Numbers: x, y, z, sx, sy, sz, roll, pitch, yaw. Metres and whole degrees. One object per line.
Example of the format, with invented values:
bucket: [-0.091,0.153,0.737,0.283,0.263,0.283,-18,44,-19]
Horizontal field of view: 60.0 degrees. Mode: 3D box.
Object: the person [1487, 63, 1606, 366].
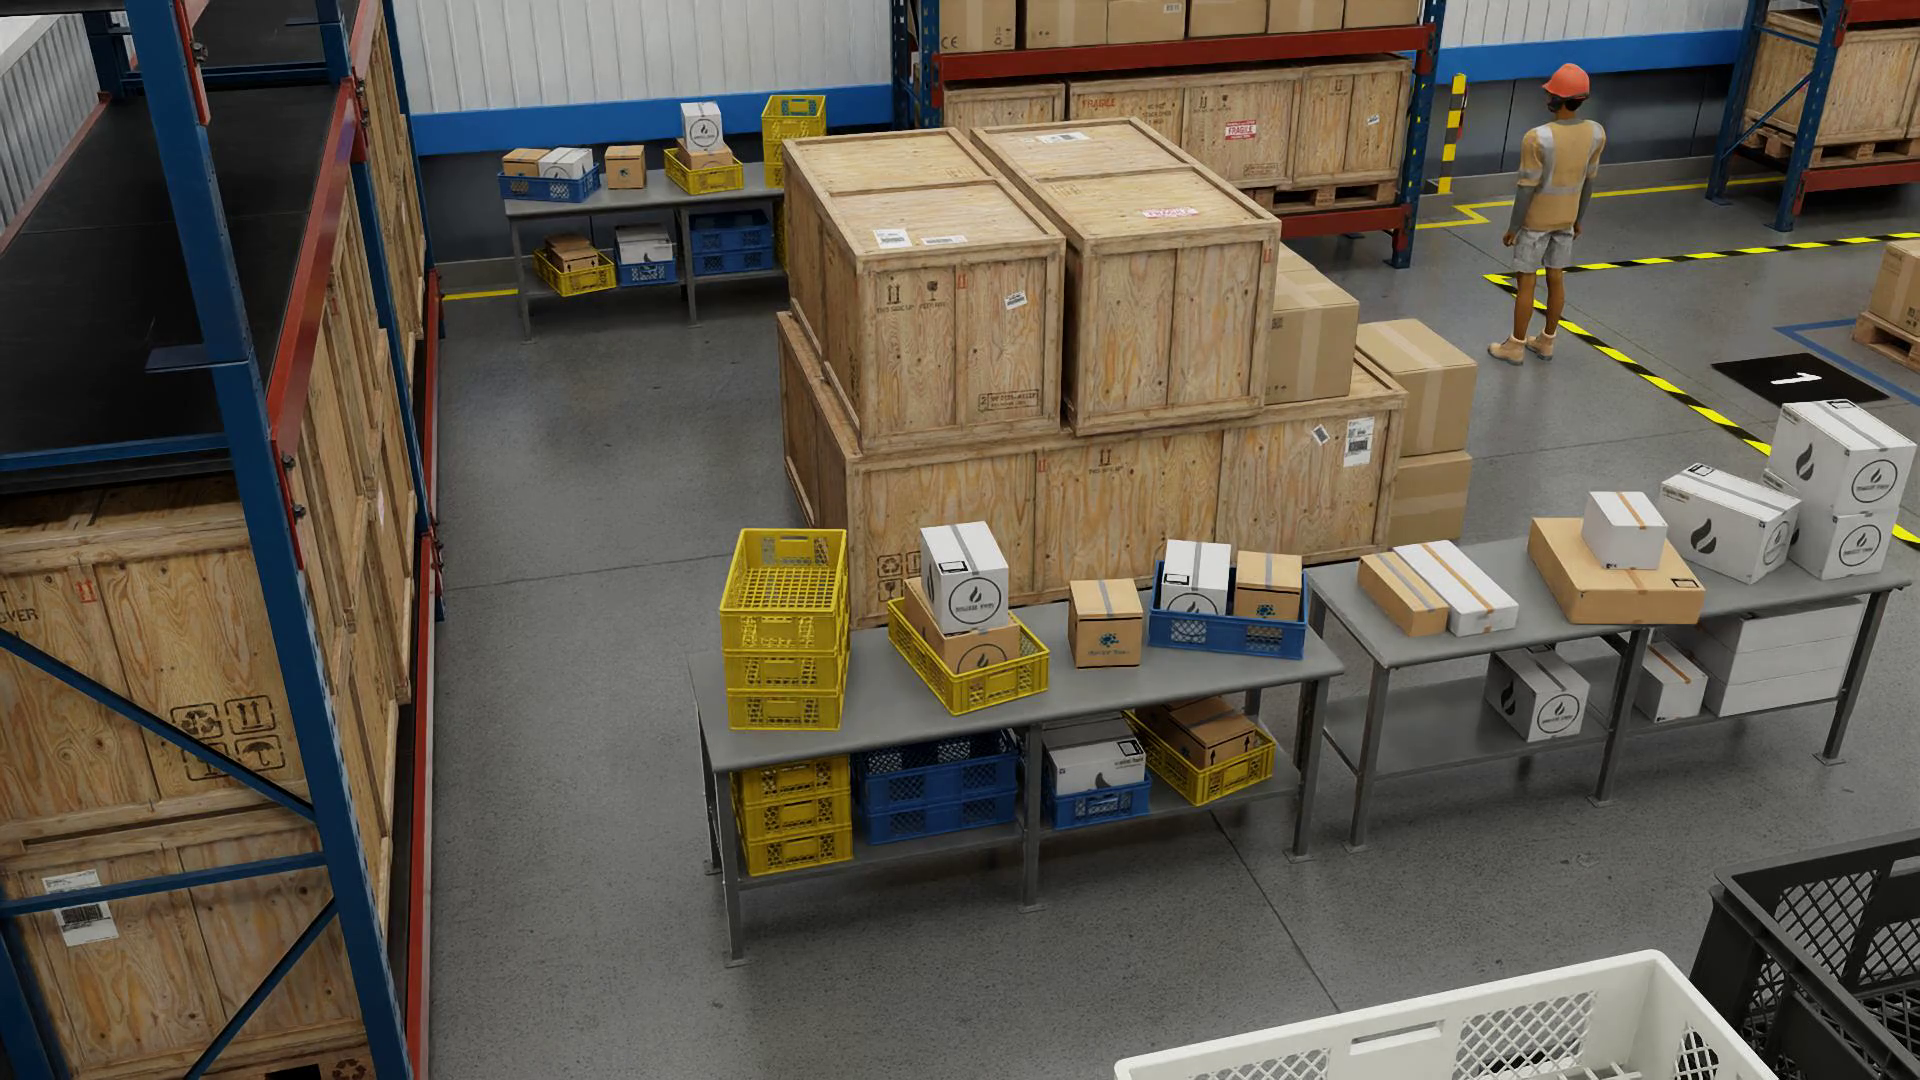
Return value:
person: [3.954,-2.175,11.223,0.606,2.048,0.366,-10,30,-17]
